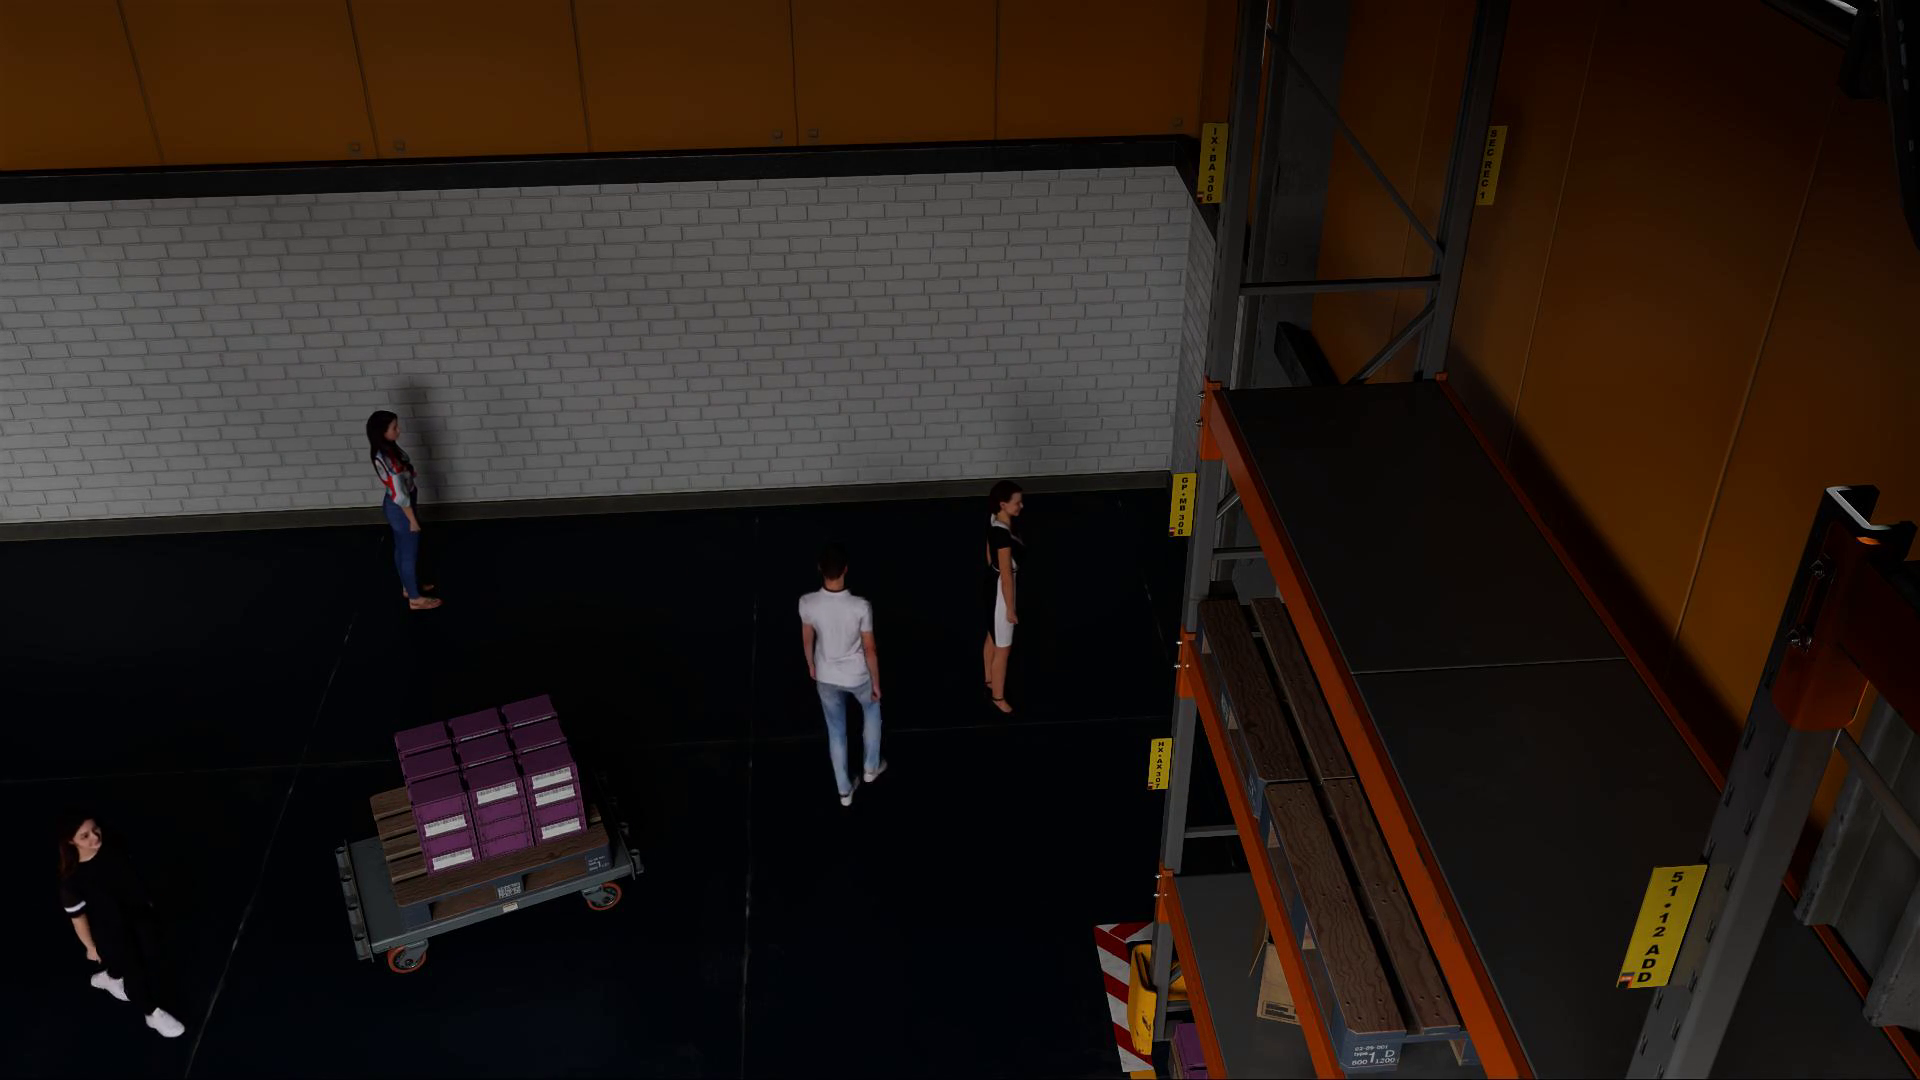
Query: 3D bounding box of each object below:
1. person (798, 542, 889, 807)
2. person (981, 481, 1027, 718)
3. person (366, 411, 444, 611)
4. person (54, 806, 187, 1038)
[{"bbox_3d":[-0.754,0.908,10.338,0.767,1.827,0.793,7,34,11],"label":"person"},{"bbox_3d":[0.274,0.393,11.142,0.649,1.796,0.445,-5,34,-8],"label":"person"},{"bbox_3d":[-4.123,-0.227,12.241,0.712,1.612,0.569,-15,37,-22],"label":"person"},{"bbox_3d":[-4.548,2.017,8.851,0.819,1.628,0.817,10,35,14],"label":"person"}]
